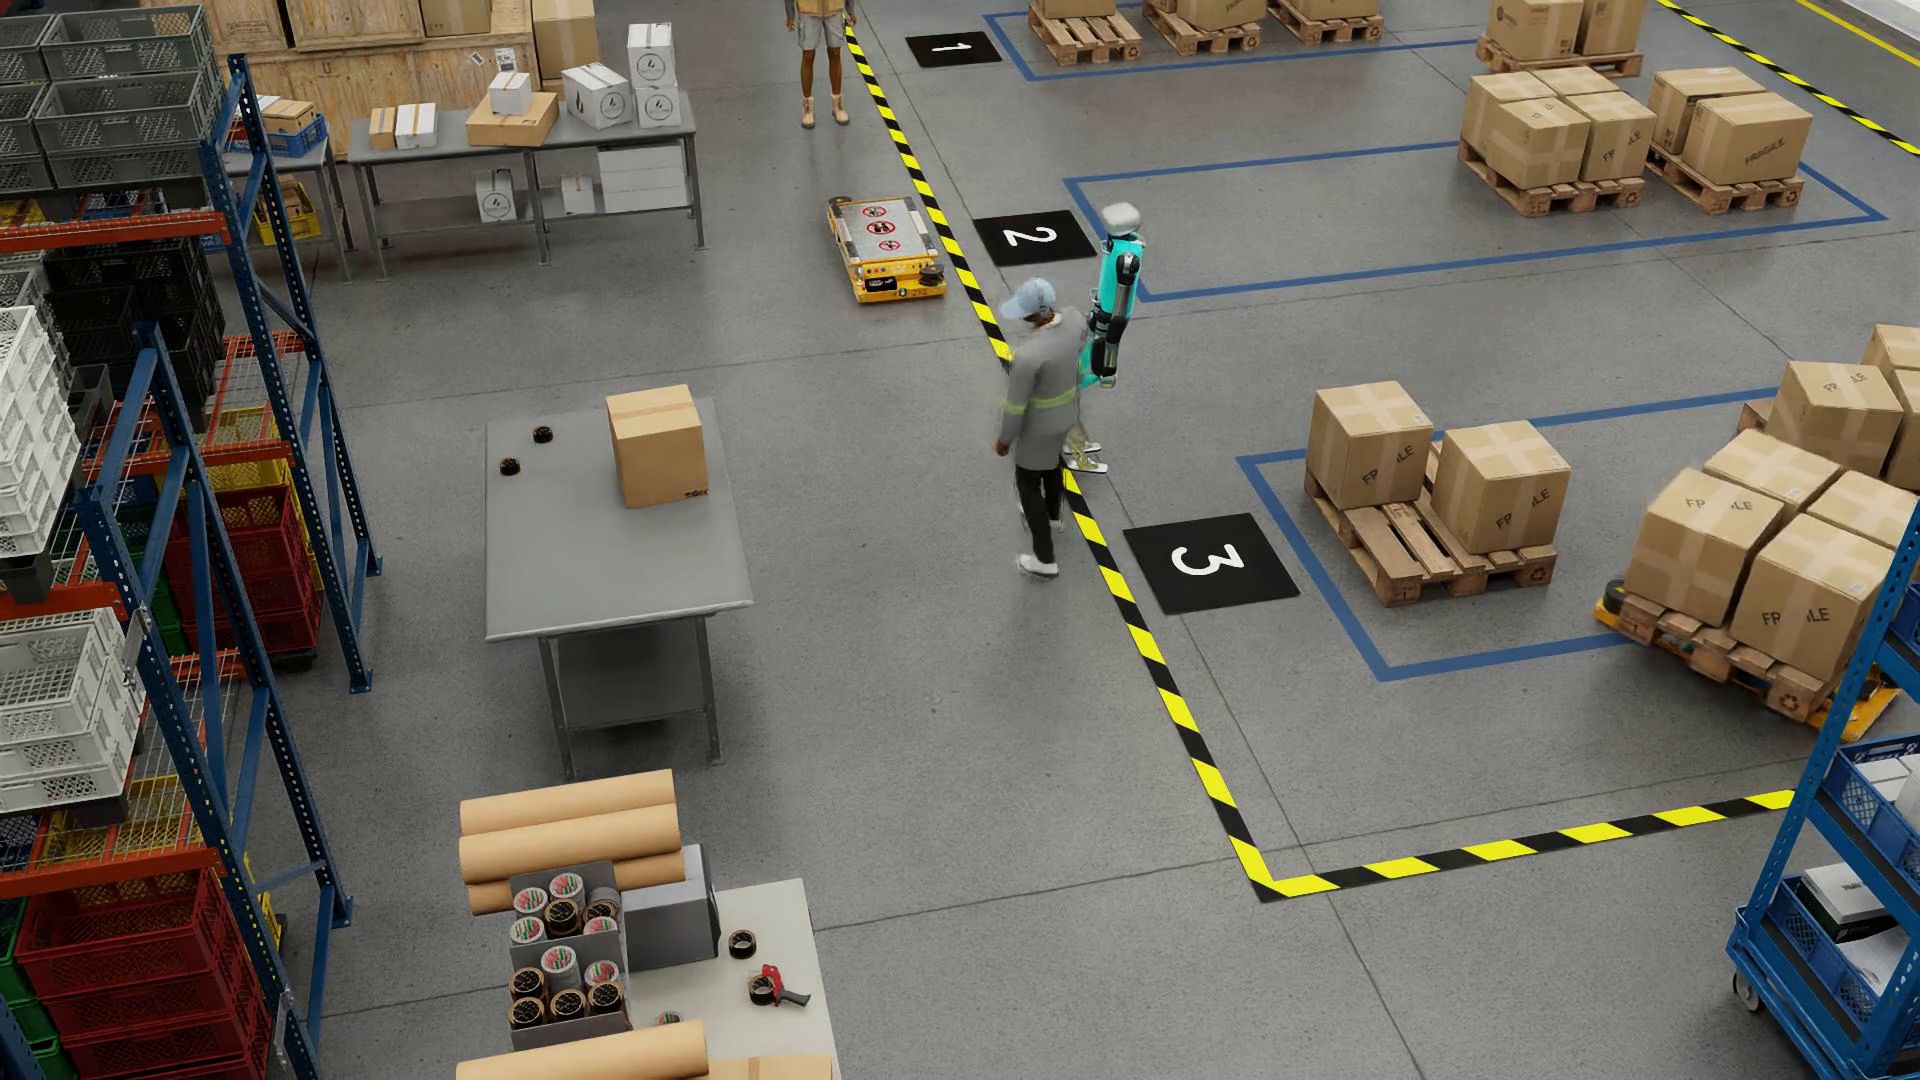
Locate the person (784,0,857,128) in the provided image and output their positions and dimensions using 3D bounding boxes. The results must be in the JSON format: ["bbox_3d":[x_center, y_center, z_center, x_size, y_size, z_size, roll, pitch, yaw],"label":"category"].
[{"bbox_3d":[-1.184,-4.524,14.151,0.614,2.039,0.373,-8,37,-11],"label":"person"}]

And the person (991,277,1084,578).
[{"bbox_3d":[0.471,-0.674,9.171,0.537,1.807,0.641,26,44,30],"label":"person"}]

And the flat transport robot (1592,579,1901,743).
[{"bbox_3d":[4.196,0.512,8.842,0.652,0.197,1.431,-30,46,-34],"label":"flat transport robot"}]

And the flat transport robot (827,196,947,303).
[{"bbox_3d":[-0.570,-2.220,12.538,0.659,0.231,1.431,-8,37,-10],"label":"flat transport robot"}]

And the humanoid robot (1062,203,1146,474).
[{"bbox_3d":[0.682,-1.171,9.788,0.735,1.673,0.533,-1,37,-1],"label":"humanoid robot"}]

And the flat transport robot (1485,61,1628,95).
[{"bbox_3d":[5.446,-4.213,15.193,0.652,0.197,1.431,-8,37,-10],"label":"flat transport robot"}]
